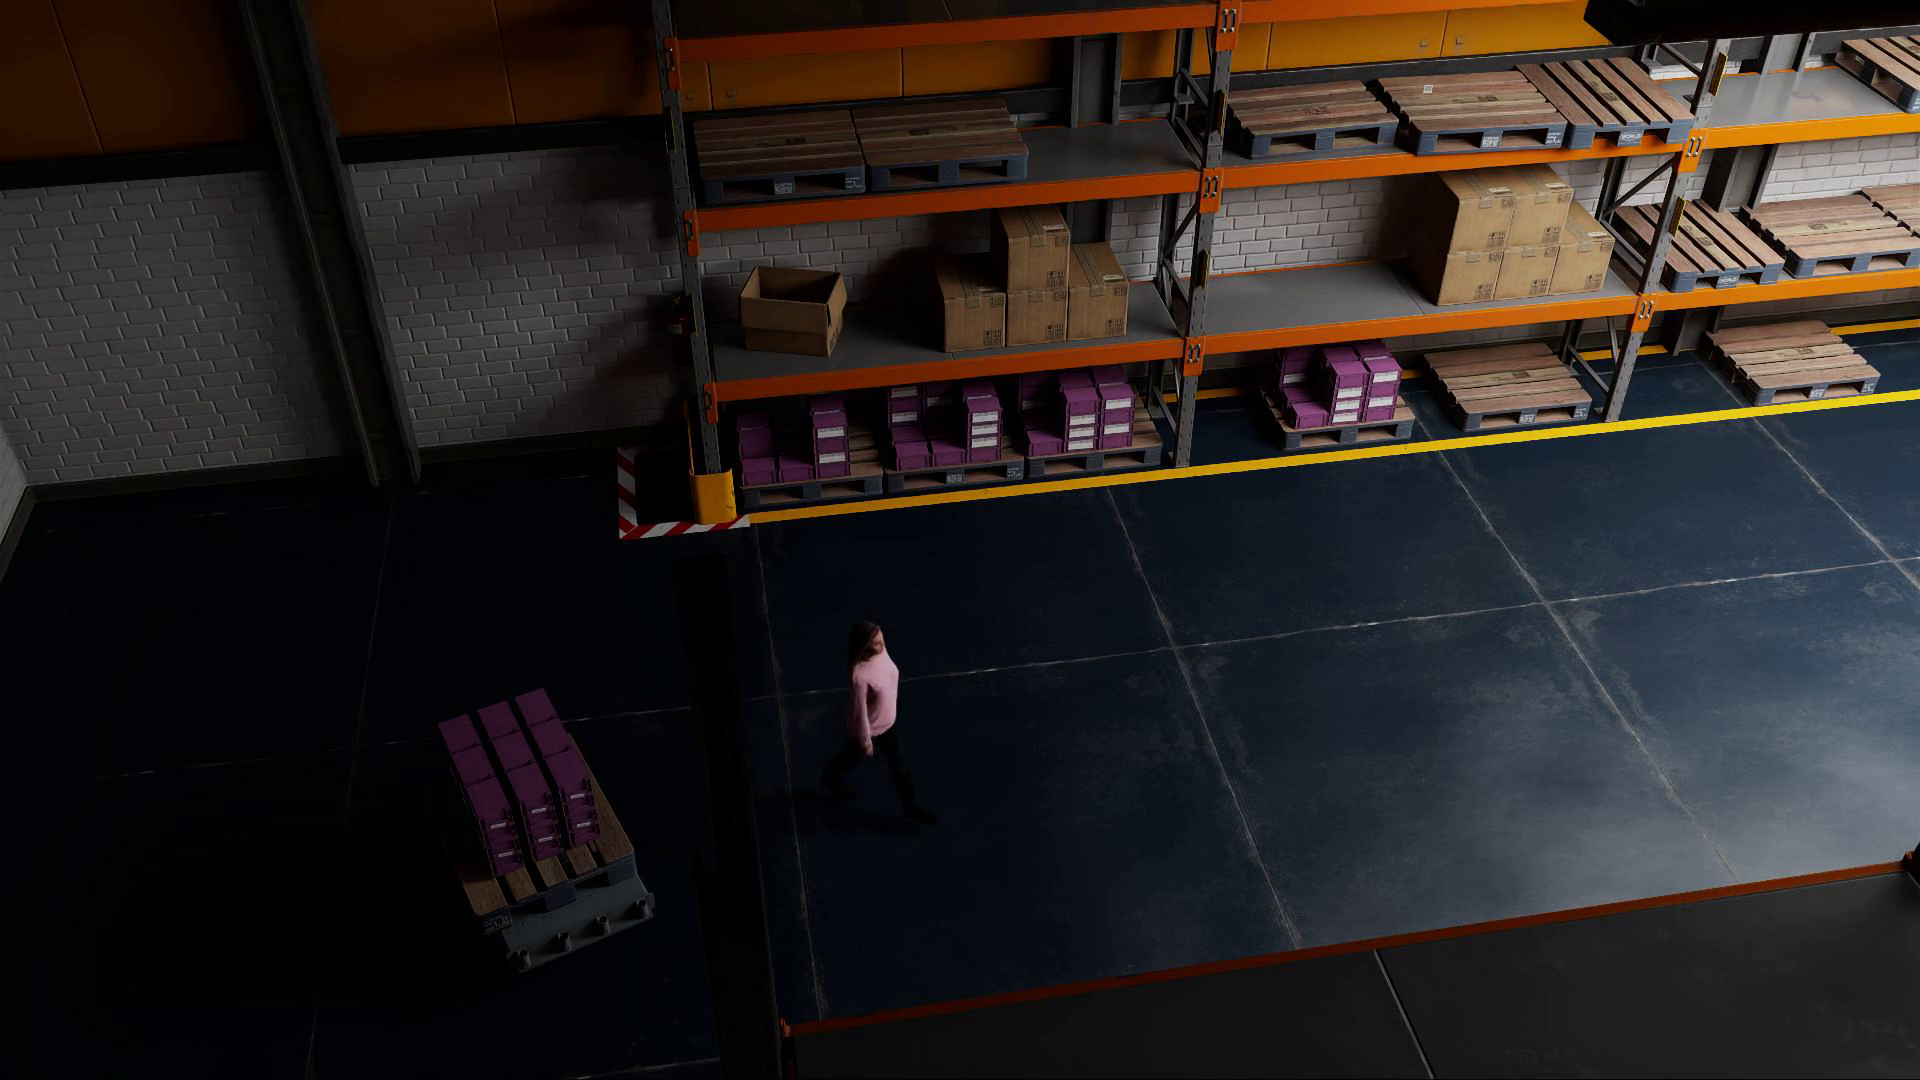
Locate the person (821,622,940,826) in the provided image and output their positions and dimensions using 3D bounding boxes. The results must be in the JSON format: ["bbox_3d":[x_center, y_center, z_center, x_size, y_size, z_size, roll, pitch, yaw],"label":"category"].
[{"bbox_3d":[-0.661,1.172,10.844,1.187,1.646,1.054,18,42,21],"label":"person"}]
